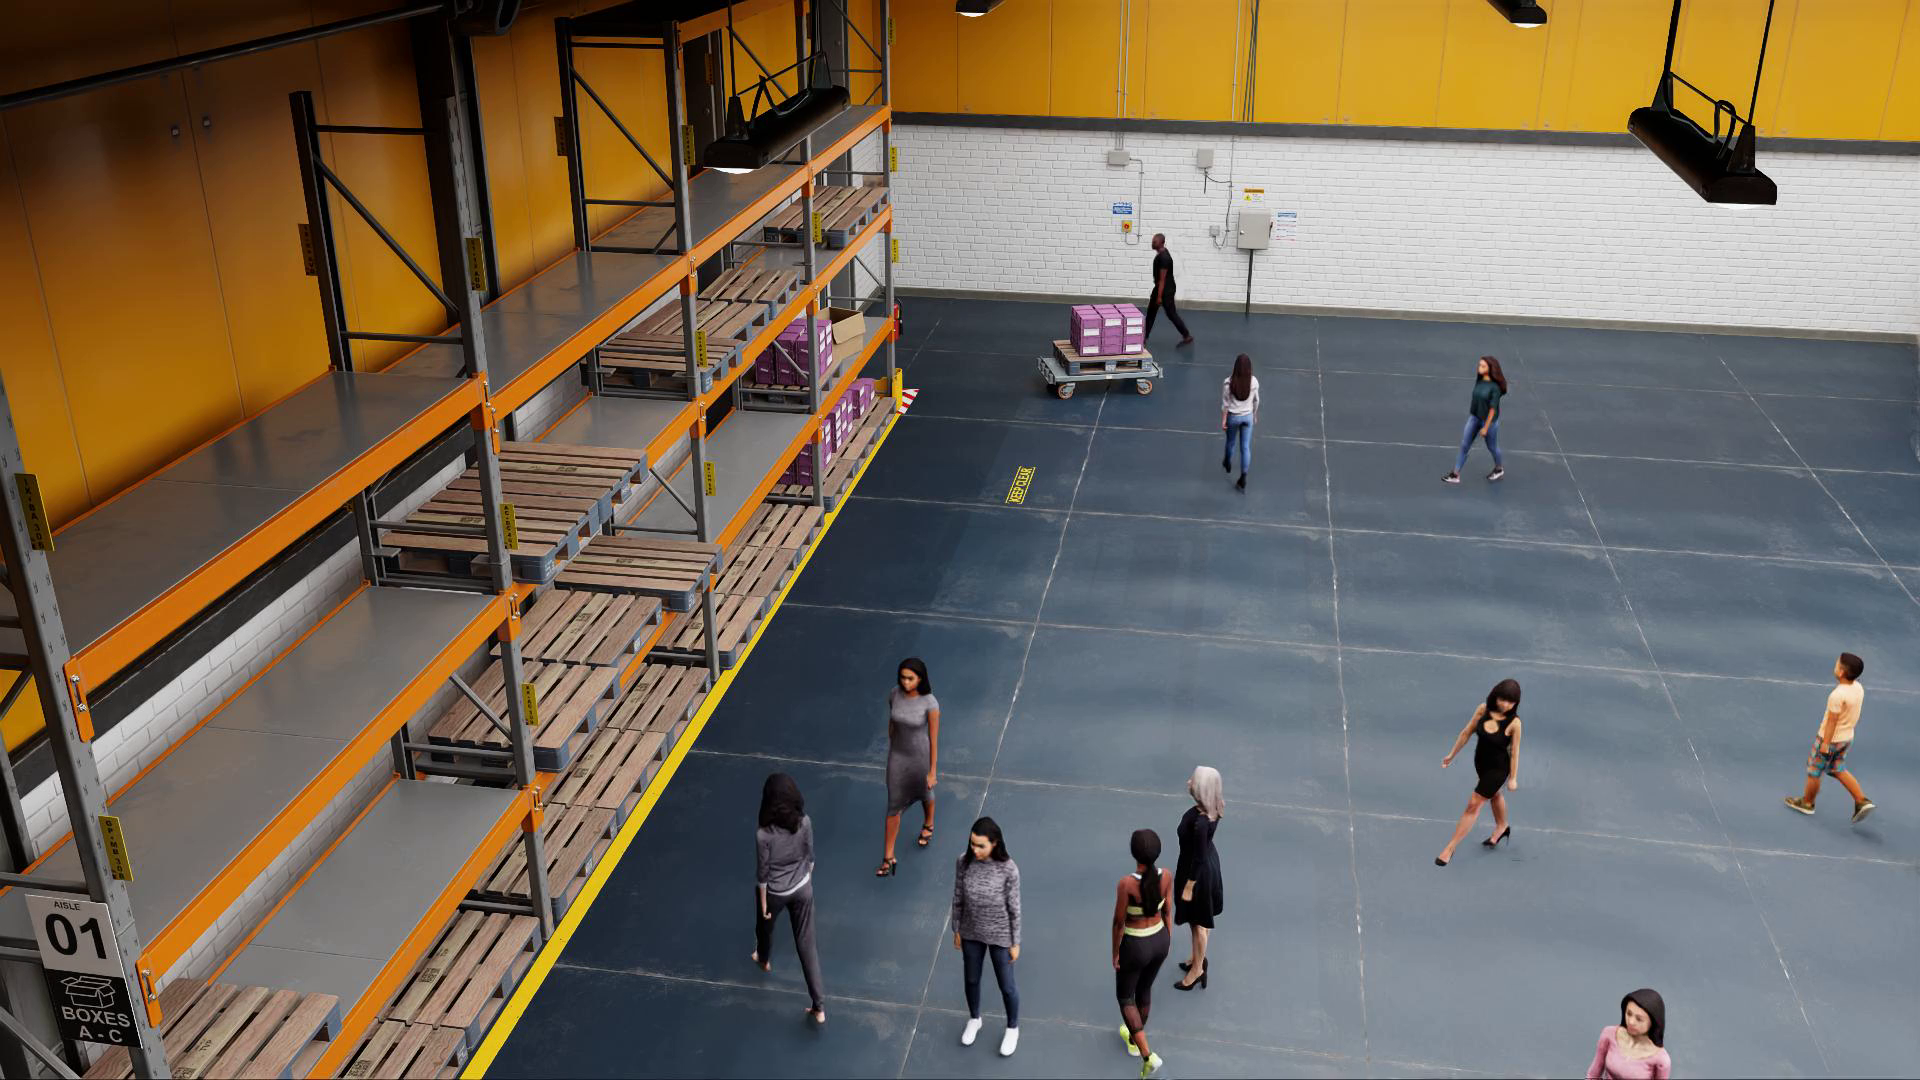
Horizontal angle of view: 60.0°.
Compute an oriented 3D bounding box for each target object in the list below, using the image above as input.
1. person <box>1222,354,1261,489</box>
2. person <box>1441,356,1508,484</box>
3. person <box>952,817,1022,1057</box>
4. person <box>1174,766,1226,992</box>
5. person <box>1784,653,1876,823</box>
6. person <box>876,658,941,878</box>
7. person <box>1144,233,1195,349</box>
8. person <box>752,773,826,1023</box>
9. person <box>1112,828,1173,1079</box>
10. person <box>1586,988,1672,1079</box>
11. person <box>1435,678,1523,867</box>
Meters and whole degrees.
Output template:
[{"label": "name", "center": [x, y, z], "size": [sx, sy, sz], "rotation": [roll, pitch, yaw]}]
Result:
[{"label": "person", "center": [3.390, -1.397, 19.984], "size": [0.785, 1.587, 1.105], "rotation": [-1, 24, -3]}, {"label": "person", "center": [6.391, -1.420, 20.060], "size": [1.073, 1.570, 1.102], "rotation": [-11, 26, -24]}, {"label": "person", "center": [0.189, 2.539, 10.806], "size": [0.659, 1.727, 0.588], "rotation": [8, 25, 19]}, {"label": "person", "center": [1.622, 2.294, 11.342], "size": [0.684, 1.747, 0.541], "rotation": [7, 25, 16]}, {"label": "person", "center": [7.058, 1.614, 13.278], "size": [0.858, 1.443, 0.926], "rotation": [-15, 28, -31]}, {"label": "person", "center": [-0.320, 1.678, 12.764], "size": [0.788, 1.736, 1.162], "rotation": [10, 25, 21]}, {"label": "person", "center": [3.171, -3.721, 25.071], "size": [0.971, 1.773, 1.241], "rotation": [0, 24, 1]}, {"label": "person", "center": [-1.108, 2.423, 11.102], "size": [1.088, 1.703, 1.258], "rotation": [-12, 26, -25]}, {"label": "person", "center": [1.192, 2.652, 10.535], "size": [0.830, 1.738, 1.002], "rotation": [-7, 25, -16]}, {"label": "person", "center": [3.684, 3.215, 9.241], "size": [0.650, 1.742, 0.669], "rotation": [21, 31, 40]}, {"label": "person", "center": [4.125, 1.757, 12.759], "size": [1.096, 1.596, 1.088], "rotation": [-11, 26, -23]}]
